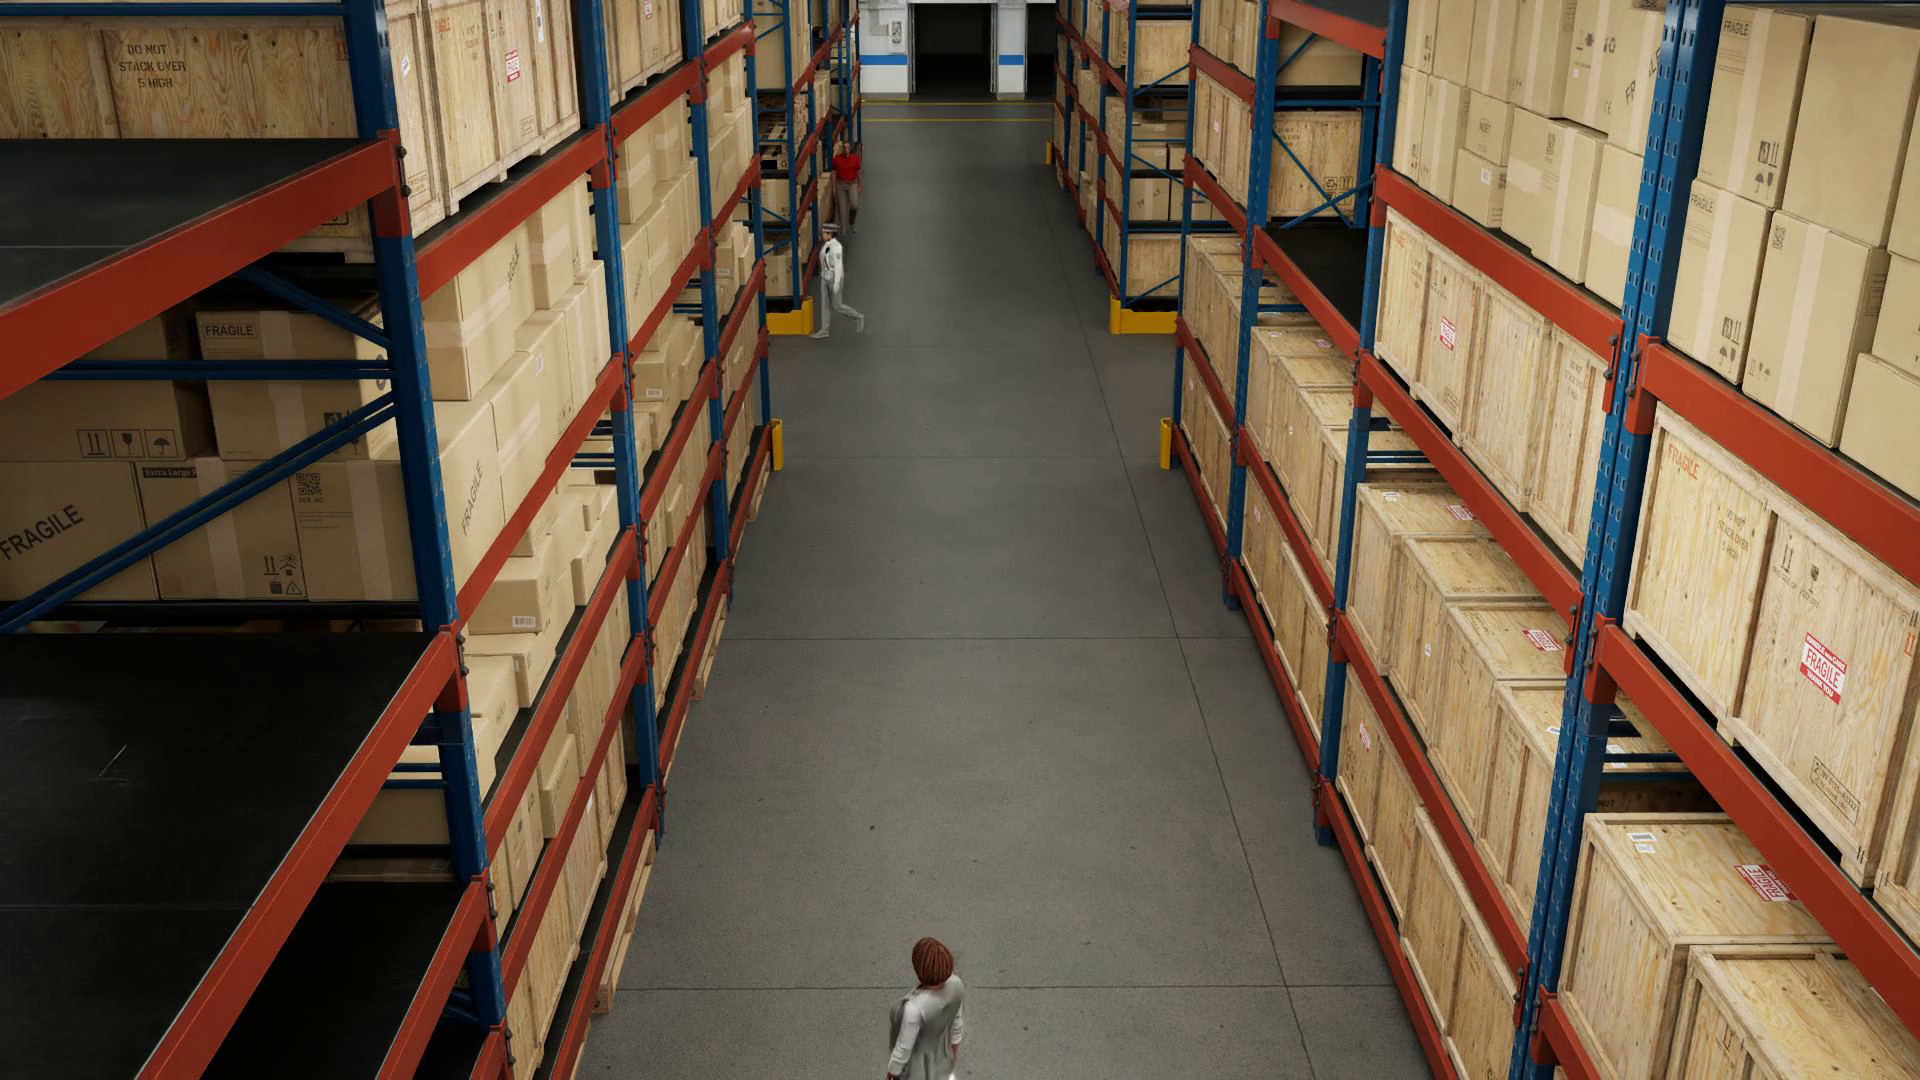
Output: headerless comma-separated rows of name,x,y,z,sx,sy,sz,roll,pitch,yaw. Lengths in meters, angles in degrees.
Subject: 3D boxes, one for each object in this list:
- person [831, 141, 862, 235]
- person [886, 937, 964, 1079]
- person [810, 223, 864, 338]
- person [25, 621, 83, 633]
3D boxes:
person,-2.139,-6.611,31.272,0.573,1.724,0.441,0,22,-1
person,-0.200,2.604,8.120,0.706,1.588,0.425,16,26,34
person,-1.822,-3.783,24.223,0.781,1.656,0.497,-12,25,-29
person,-6.745,0.810,12.548,0.466,1.645,0.827,-2,22,-5
